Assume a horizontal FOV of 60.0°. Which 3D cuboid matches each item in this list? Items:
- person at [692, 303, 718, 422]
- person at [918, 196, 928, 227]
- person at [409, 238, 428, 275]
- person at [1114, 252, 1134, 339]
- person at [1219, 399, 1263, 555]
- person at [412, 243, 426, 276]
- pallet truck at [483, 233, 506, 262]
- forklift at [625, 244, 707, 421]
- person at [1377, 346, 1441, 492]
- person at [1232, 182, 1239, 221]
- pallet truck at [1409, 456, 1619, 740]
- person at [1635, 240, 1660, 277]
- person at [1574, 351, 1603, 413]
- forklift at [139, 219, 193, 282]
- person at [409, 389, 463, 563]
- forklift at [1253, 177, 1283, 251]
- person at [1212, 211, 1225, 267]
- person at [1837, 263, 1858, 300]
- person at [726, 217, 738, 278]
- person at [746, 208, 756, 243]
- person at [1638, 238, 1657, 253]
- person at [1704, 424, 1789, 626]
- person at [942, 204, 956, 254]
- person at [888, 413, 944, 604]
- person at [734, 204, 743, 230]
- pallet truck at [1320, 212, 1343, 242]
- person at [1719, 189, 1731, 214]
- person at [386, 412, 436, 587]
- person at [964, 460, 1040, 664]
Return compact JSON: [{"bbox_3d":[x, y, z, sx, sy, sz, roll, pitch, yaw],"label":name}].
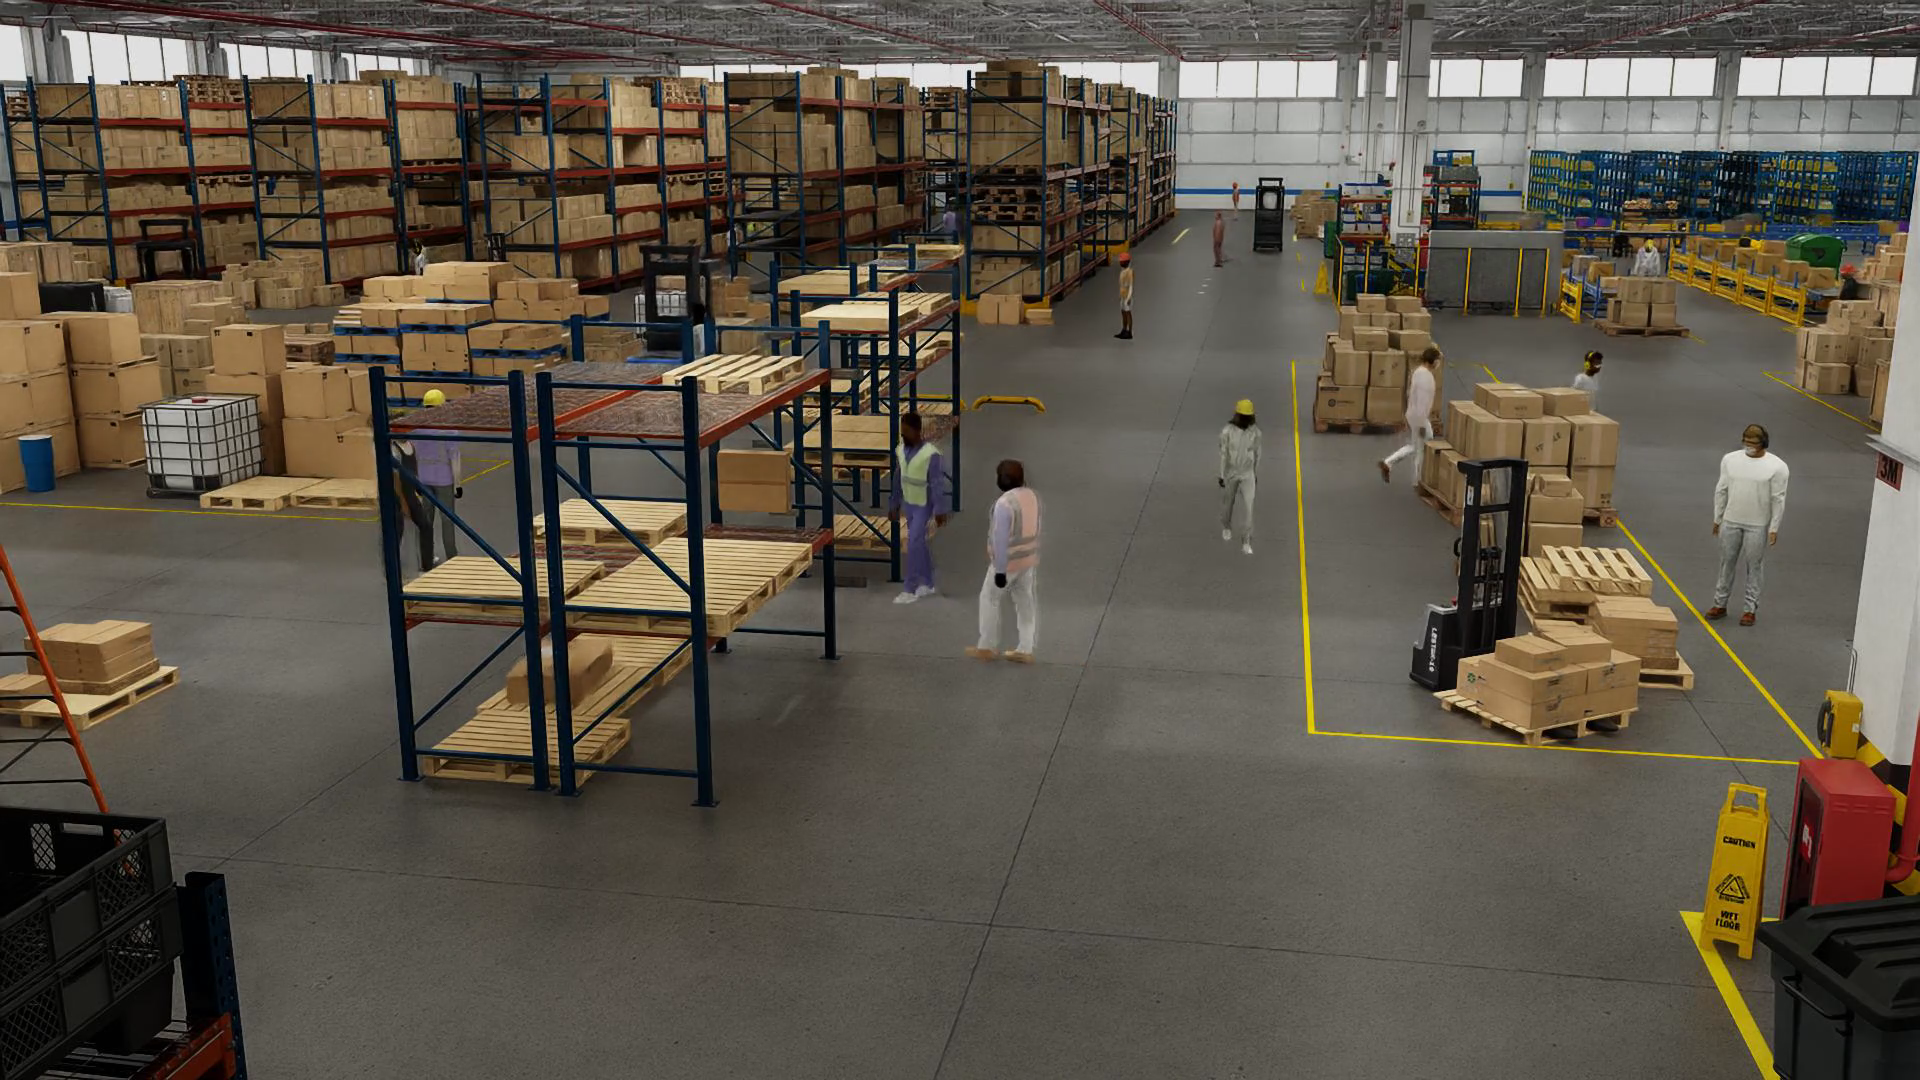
[{"bbox_3d":[-4.083,-2.749,26.245,0.361,1.964,0.613,12,19,41],"label":"person"},{"bbox_3d":[-1.808,-16.053,80.559,0.588,1.822,0.403,5,15,18],"label":"person"},{"bbox_3d":[-15.520,-7.835,47.598,0.538,1.615,0.558,3,14,10],"label":"person"},{"bbox_3d":[3.715,-5.495,37.453,0.376,1.939,0.547,-4,14,-16],"label":"person"},{"bbox_3d":[3.137,-0.757,18.699,0.486,1.702,0.882,1,14,3],"label":"person"},{"bbox_3d":[-13.574,-6.539,41.849,0.329,1.865,0.511,-3,14,-12],"label":"person"},{"bbox_3d":[-11.832,-7.026,43.548,1.885,1.965,0.823,8,16,28],"label":"pallet truck"},{"bbox_3d":[-4.653,-3.389,26.963,1.129,2.768,1.873,3,14,10],"label":"forklift"},{"bbox_3d":[5.874,-1.567,21.569,0.723,1.912,0.660,3,14,12],"label":"person"},{"bbox_3d":[14.296,-17.580,86.433,0.415,1.985,0.611,1,14,5],"label":"person"},{"bbox_3d":[4.504,0.400,13.395,0.823,1.965,1.885,-6,15,-23],"label":"pallet truck"},{"bbox_3d":[18.217,-7.045,44.067,0.602,1.784,0.921,3,14,12],"label":"person"},{"bbox_3d":[8.089,-1.536,21.575,0.619,1.847,0.460,-11,17,-37],"label":"person"},{"bbox_3d":[-16.384,-5.252,34.527,1.129,2.768,1.873,-6,15,-25],"label":"forklift"},{"bbox_3d":[-5.606,-0.657,17.865,0.585,1.918,0.410,4,14,14],"label":"person"},{"bbox_3d":[12.083,-12.747,64.956,1.129,2.768,1.873,3,14,10],"label":"forklift"},{"bbox_3d":[8.867,-10.393,57.434,0.544,1.885,0.686,6,15,25],"label":"person"},{"bbox_3d":[18.091,-4.688,34.086,0.469,1.972,0.671,5,15,18],"label":"person"},{"bbox_3d":[-7.282,-9.345,53.129,0.391,1.918,0.593,-5,15,-21],"label":"person"},{"bbox_3d":[-8.234,-12.029,64.543,0.879,1.649,0.548,10,17,35],"label":"person"},{"bbox_3d":[19.522,-7.766,47.287,0.534,1.636,0.917,3,14,13],"label":"person"},{"bbox_3d":[7.453,-0.151,15.767,0.627,1.934,0.372,13,19,42],"label":"person"},{"bbox_3d":[-0.367,-11.588,62.239,0.672,1.913,0.633,10,17,36],"label":"person"},{"bbox_3d":[-0.520,-0.317,16.526,0.781,1.889,0.607,-12,18,-39],"label":"person"},{"bbox_3d":[-8.603,-12.034,64.159,1.011,1.866,0.625,8,16,31],"label":"person"},{"bbox_3d":[15.874,-13.227,70.310,0.680,1.201,1.601,10,17,35],"label":"pallet truck"},{"bbox_3d":[38.662,-16.909,84.020,0.589,1.827,0.604,1,14,5],"label":"person"},{"bbox_3d":[-5.613,-0.399,17.016,0.751,1.819,0.538,3,14,11],"label":"person"},{"bbox_3d":[0.360,0.185,14.634,0.745,1.817,0.666,9,16,32],"label":"person"}]
